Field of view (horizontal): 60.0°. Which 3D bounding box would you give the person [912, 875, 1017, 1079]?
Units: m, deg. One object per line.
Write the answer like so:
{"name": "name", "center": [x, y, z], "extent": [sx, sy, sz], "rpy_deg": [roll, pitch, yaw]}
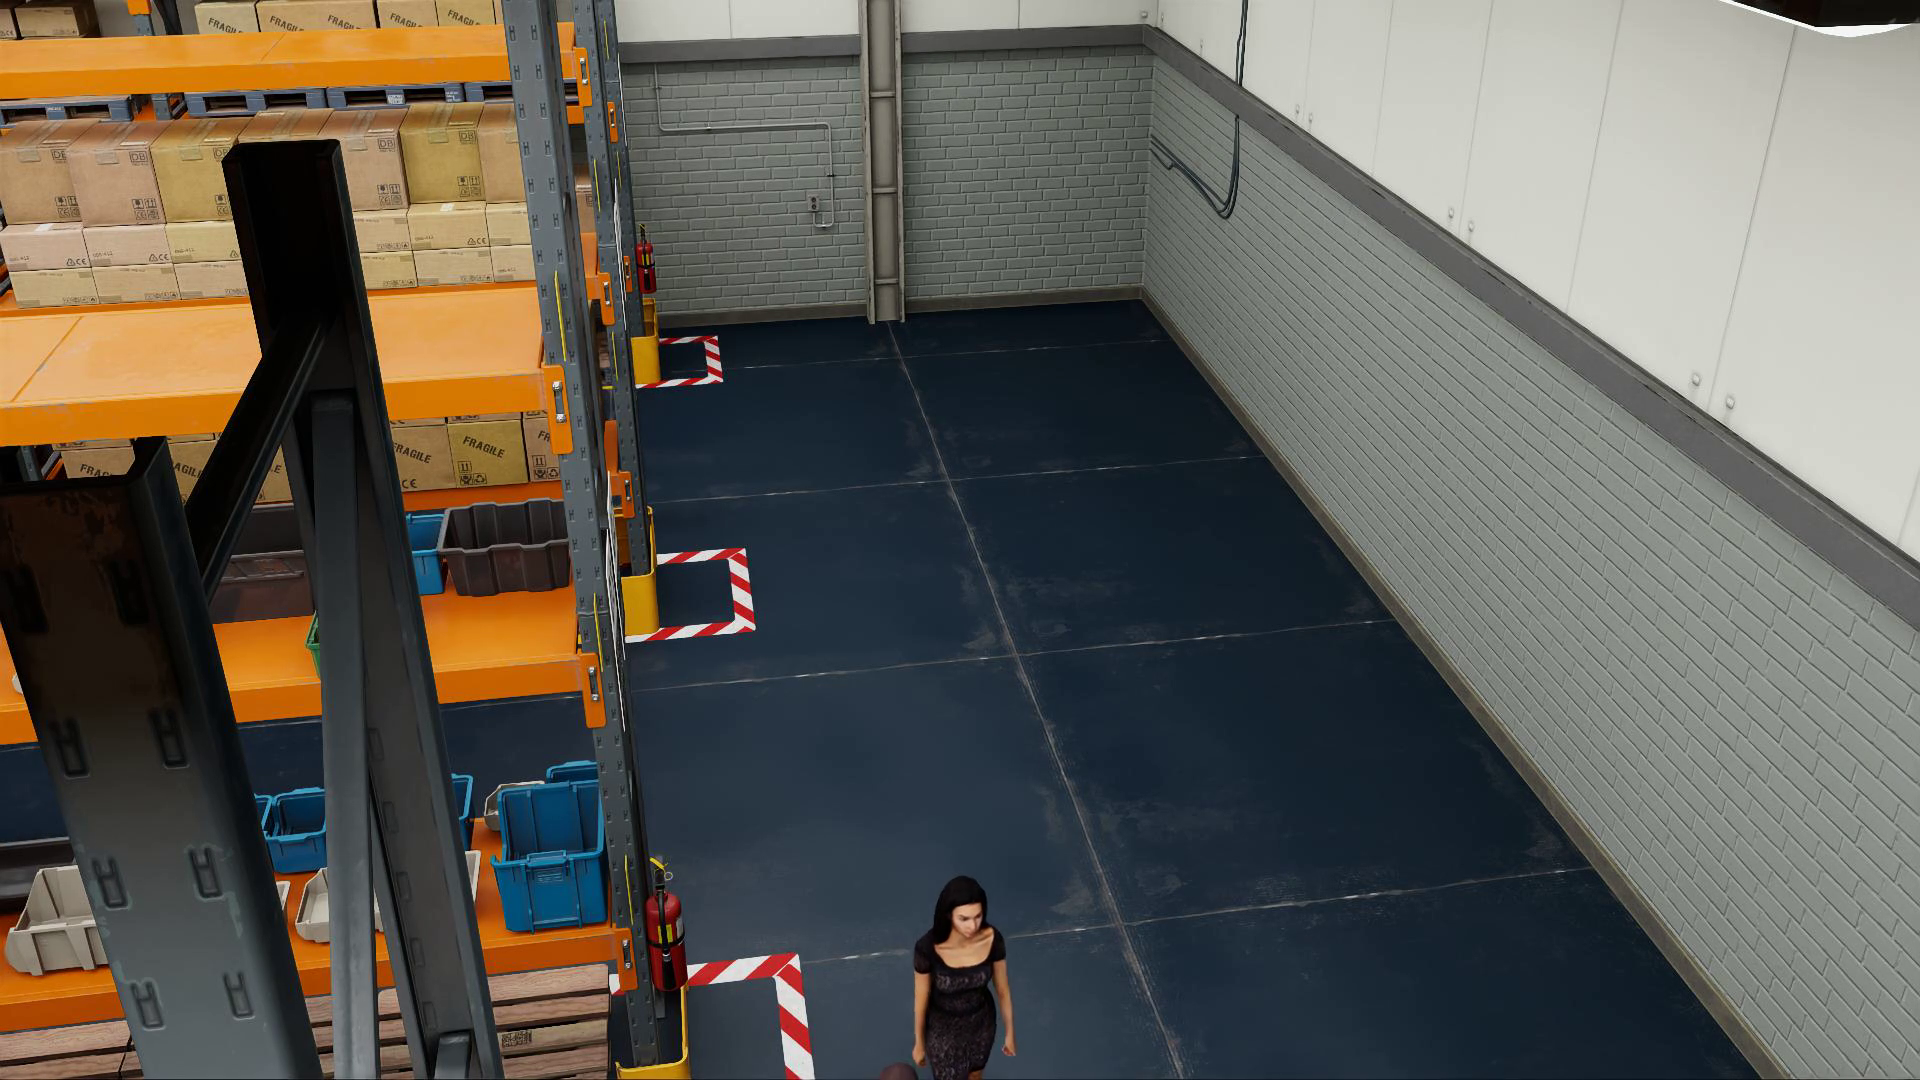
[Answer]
{"name": "person", "center": [-0.005, 2.265, 7.766], "extent": [0.907, 1.764, 0.770], "rpy_deg": [-9, 29, -17]}
